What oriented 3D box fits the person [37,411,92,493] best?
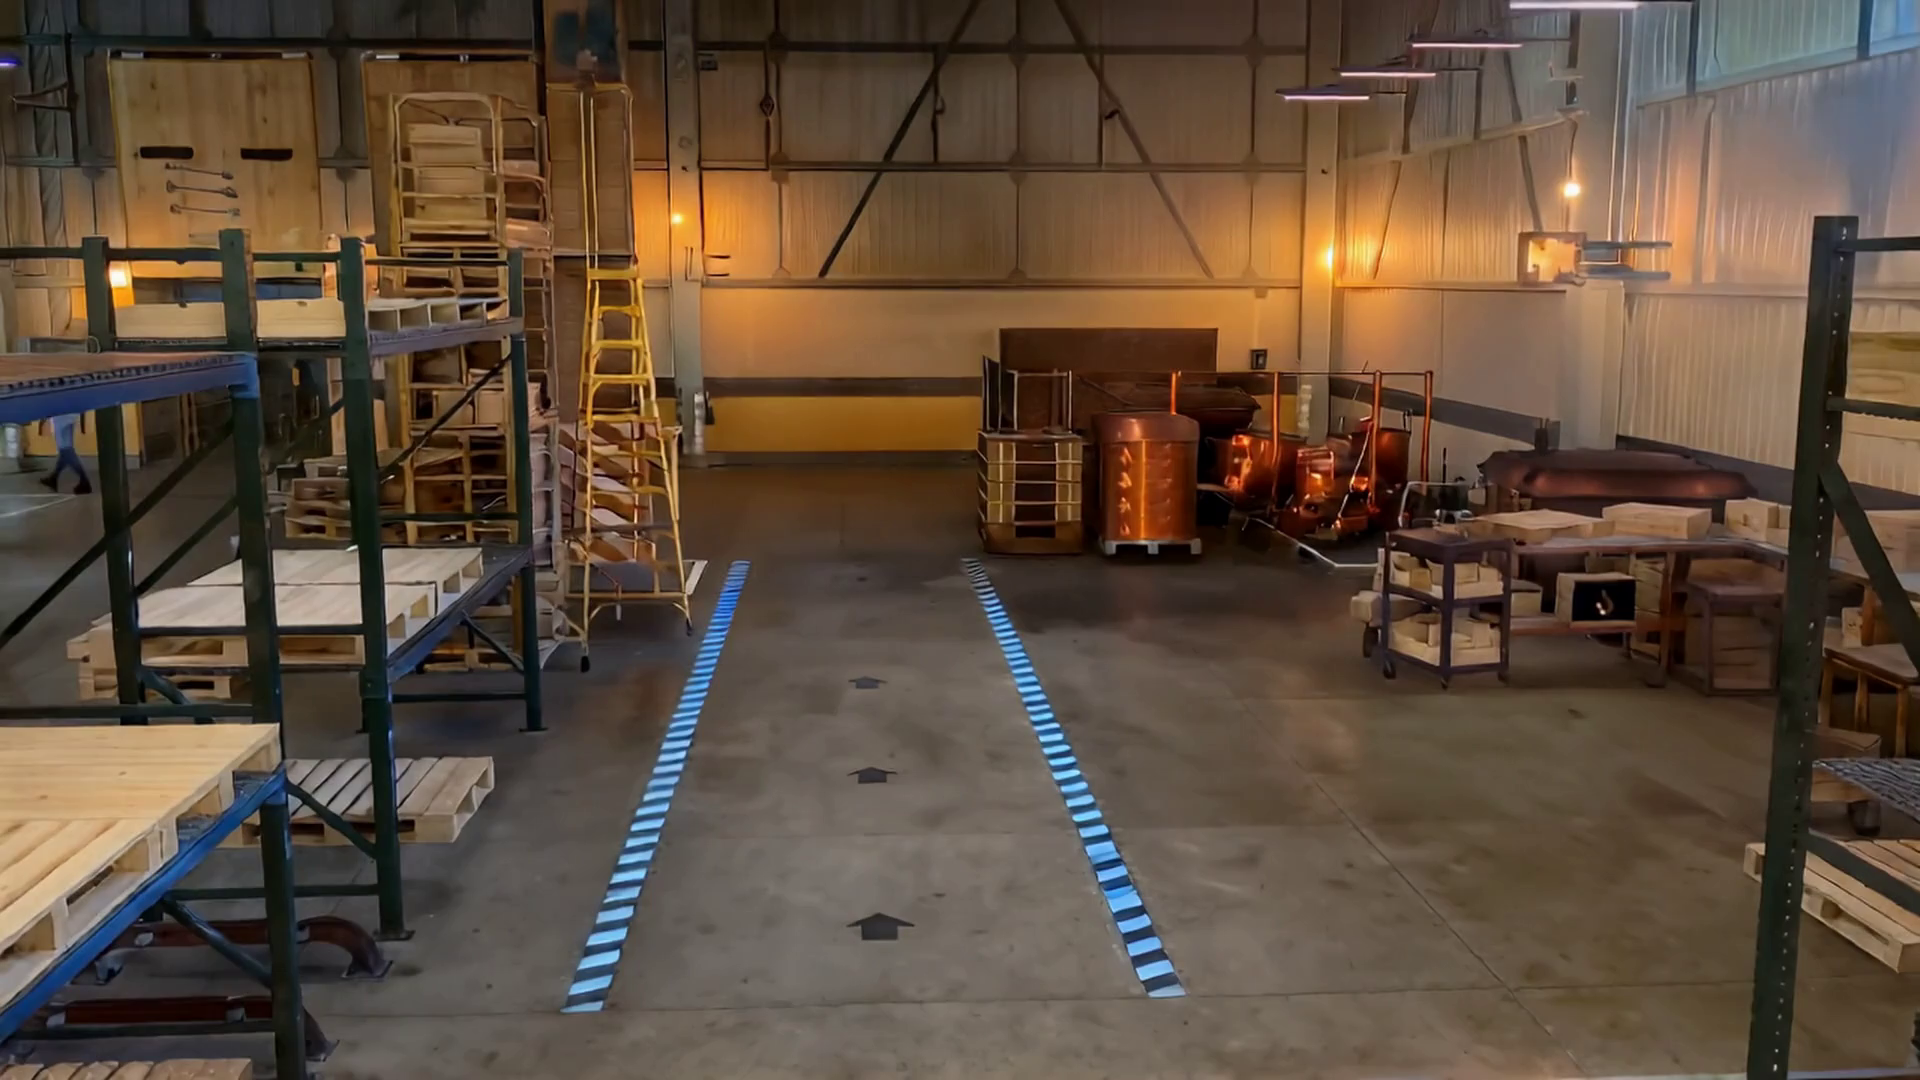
[{"bbox_3d":[-11.956,-1.567,22.088,0.978,1.882,0.567,3,10,19],"label":"person"}]

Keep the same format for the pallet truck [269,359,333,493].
[{"bbox_3d":[-7.062,-1.131,18.996,1.885,1.965,0.823,2,9,13],"label":"pallet truck"}]
